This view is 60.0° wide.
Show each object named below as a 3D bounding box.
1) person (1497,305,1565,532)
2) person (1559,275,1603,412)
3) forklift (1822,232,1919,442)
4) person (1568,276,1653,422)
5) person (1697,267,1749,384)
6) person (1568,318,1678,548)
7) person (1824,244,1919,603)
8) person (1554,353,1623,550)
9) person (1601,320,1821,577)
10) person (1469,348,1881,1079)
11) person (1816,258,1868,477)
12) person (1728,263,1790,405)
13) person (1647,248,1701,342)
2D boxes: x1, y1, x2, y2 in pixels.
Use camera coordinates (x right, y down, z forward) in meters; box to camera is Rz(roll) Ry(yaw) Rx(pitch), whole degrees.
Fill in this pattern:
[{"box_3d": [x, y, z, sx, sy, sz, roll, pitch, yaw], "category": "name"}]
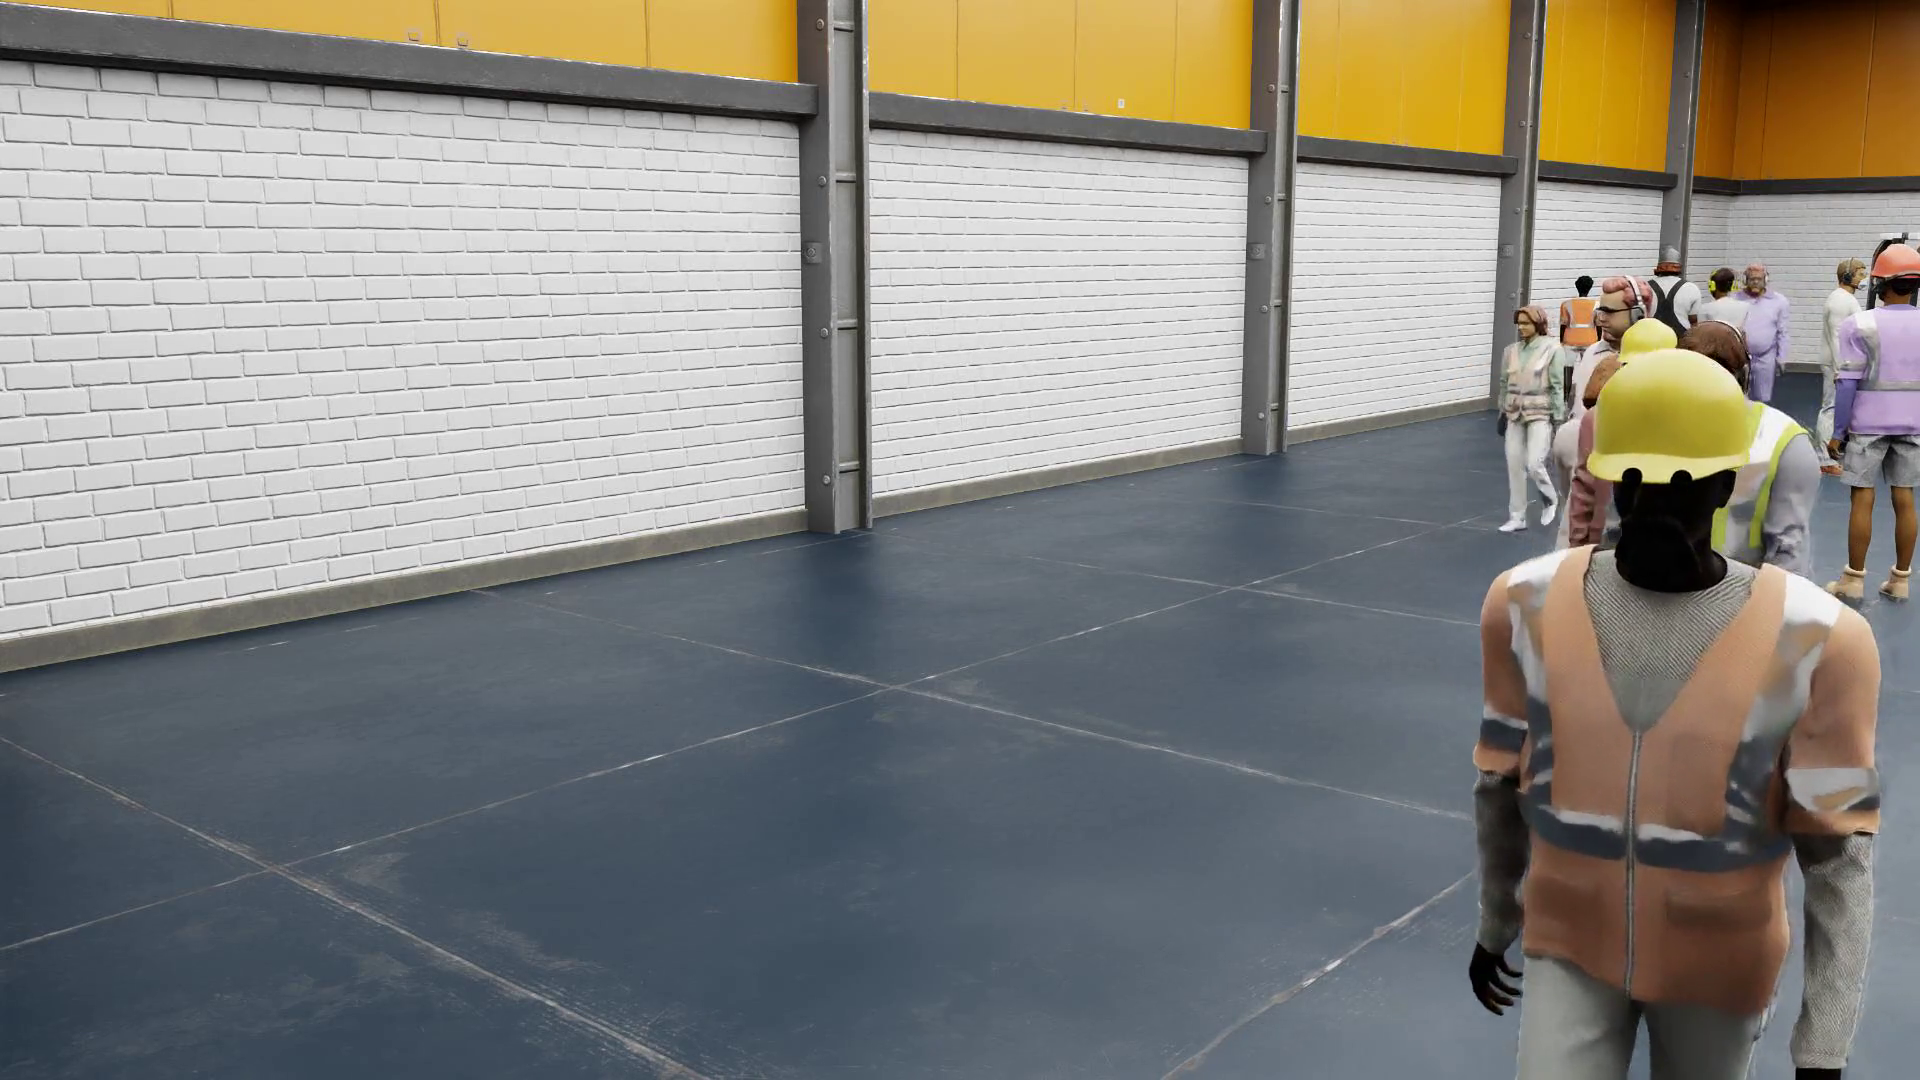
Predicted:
[{"box_3d": [4.050, -0.852, 11.824, 0.394, 1.624, 0.538, -7, 12, -33], "category": "person"}, {"box_3d": [7.672, -2.417, 20.567, 0.530, 1.691, 0.318, 3, 10, 15], "category": "person"}, {"box_3d": [9.955, -1.972, 16.595, 2.313, 2.155, 1.214, 1, 10, 8], "category": "forklift"}, {"box_3d": [2.974, -0.239, 7.563, 0.404, 1.903, 0.636, -4, 11, -24], "category": "person"}, {"box_3d": [6.890, -1.536, 15.062, 0.525, 1.857, 0.469, -1, 10, -8], "category": "person"}, {"box_3d": [2.560, 0.052, 6.293, 0.525, 1.769, 0.315, 7, 12, 35], "category": "person"}, {"box_3d": [5.282, -0.653, 9.505, 0.607, 2.048, 0.366, 1, 10, 4], "category": "person"}, {"box_3d": [2.591, 0.067, 6.623, 0.563, 1.609, 0.498, -7, 12, -36], "category": "person"}, {"box_3d": [2.166, 0.255, 5.021, 0.648, 1.806, 0.830, 10, 14, 44], "category": "person"}, {"box_3d": [1.069, 0.645, 2.598, 0.610, 1.870, 0.977, 7, 12, 33], "category": "person"}, {"box_3d": [7.849, -1.533, 14.823, 0.368, 1.939, 0.633, 5, 11, 28], "category": "person"}, {"box_3d": [7.926, -1.824, 16.662, 0.649, 1.880, 0.848, 4, 11, 21], "category": "person"}, {"box_3d": [7.367, -2.035, 17.391, 0.680, 2.000, 0.537, 5, 11, 26], "category": "person"}]
